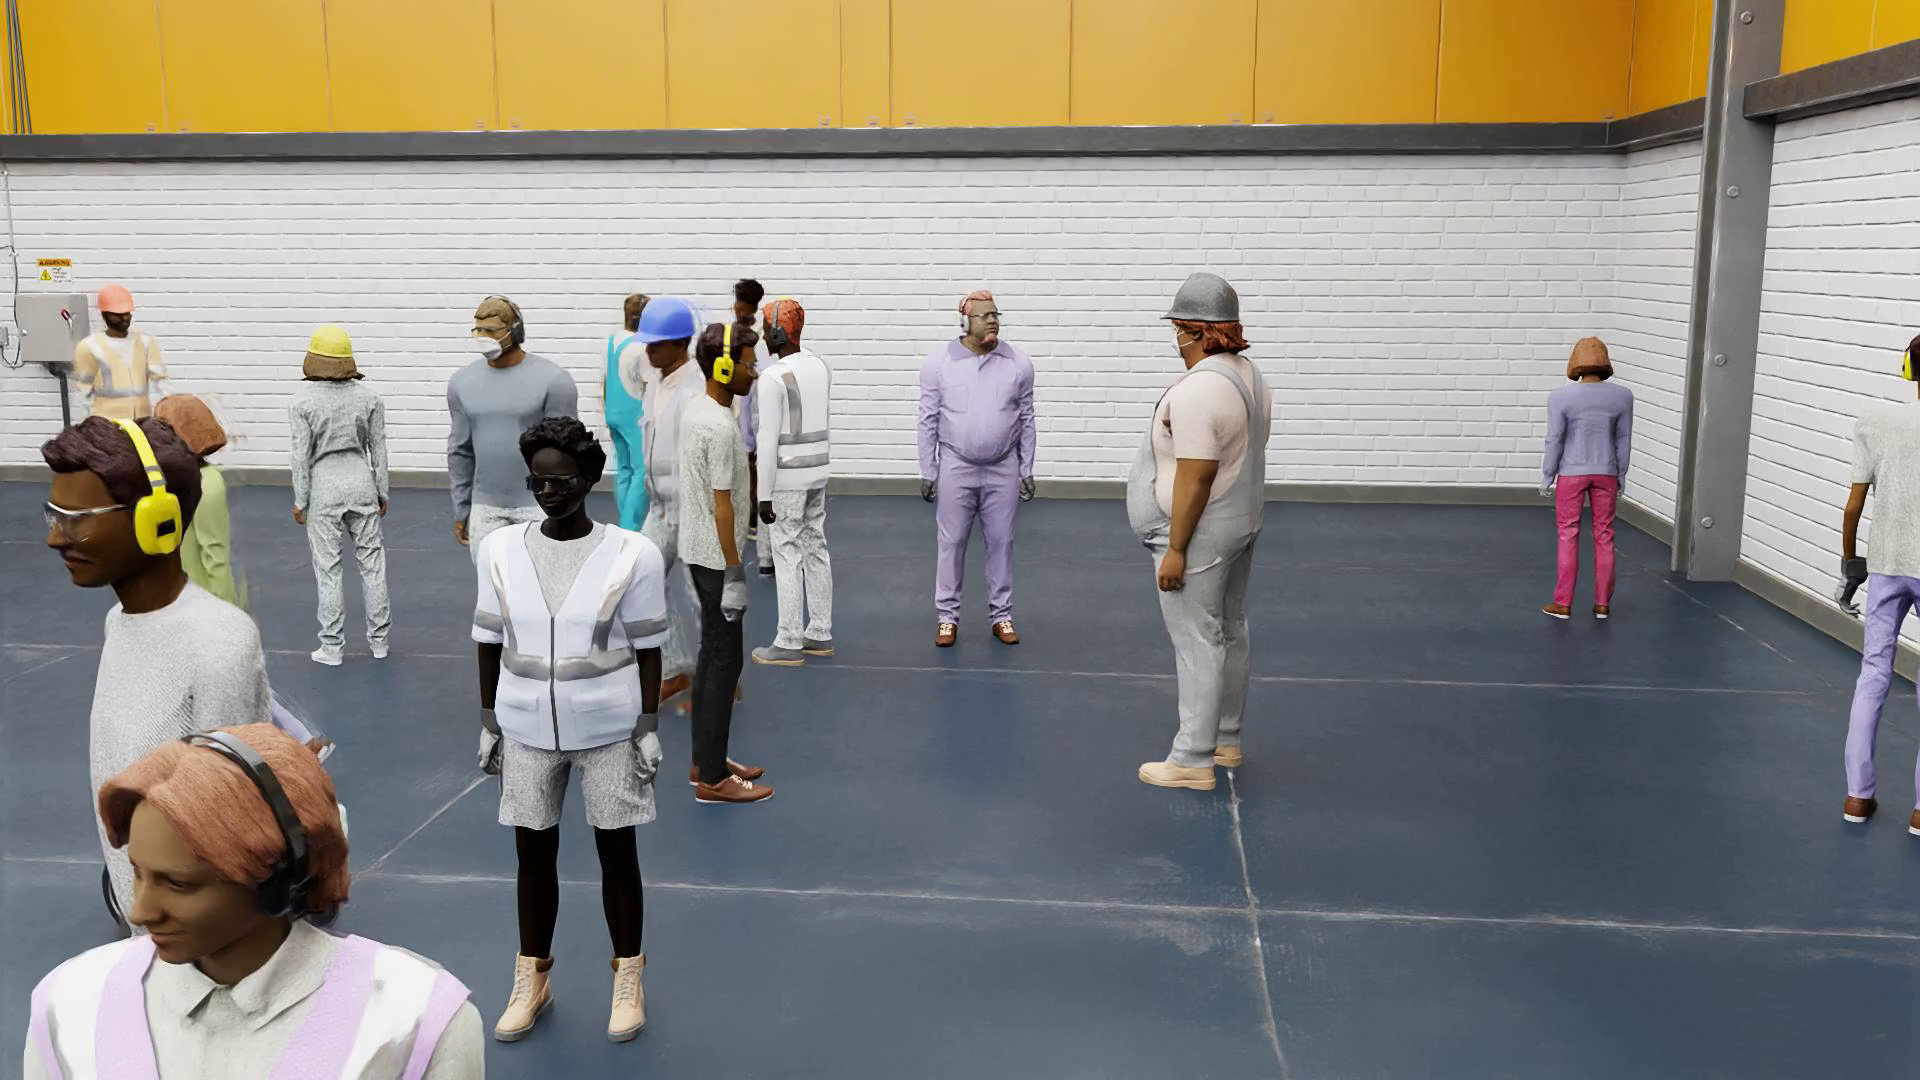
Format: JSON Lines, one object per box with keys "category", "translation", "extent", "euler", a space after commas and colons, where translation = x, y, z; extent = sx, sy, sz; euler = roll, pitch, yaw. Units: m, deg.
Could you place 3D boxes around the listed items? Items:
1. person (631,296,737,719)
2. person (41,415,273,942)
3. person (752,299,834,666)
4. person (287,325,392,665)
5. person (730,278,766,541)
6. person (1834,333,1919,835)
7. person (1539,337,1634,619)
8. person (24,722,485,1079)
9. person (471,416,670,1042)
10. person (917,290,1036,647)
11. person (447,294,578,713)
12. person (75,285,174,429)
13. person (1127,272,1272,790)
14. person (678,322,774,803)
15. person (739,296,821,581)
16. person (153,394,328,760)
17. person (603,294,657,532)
{"category": "person", "translation": [-1.265, -0.126, 7.455], "extent": [0.586, 1.920, 0.614], "euler": [-8, 13, -40]}
{"category": "person", "translation": [-1.328, 0.712, 2.860], "extent": [0.511, 1.862, 0.325], "euler": [9, 14, 43]}
{"category": "person", "translation": [-0.857, -0.291, 8.546], "extent": [0.358, 1.880, 0.575], "euler": [6, 11, 29]}
{"category": "person", "translation": [-3.193, -0.231, 8.576], "extent": [0.493, 1.746, 0.282], "euler": [-8, 13, -37]}
{"category": "person", "translation": [-1.561, -0.964, 12.282], "extent": [0.413, 1.925, 0.781], "euler": [-6, 12, -31]}
{"category": "person", "translation": [3.502, 0.141, 6.096], "extent": [0.535, 1.868, 0.309], "euler": [10, 14, 44]}
{"category": "person", "translation": [3.607, -0.354, 9.603], "extent": [0.499, 1.633, 0.282], "euler": [0, 10, 0]}
{"category": "person", "translation": [-0.766, 0.996, 1.871], "extent": [0.515, 1.636, 0.314], "euler": [0, 10, 0]}
{"category": "person", "translation": [-1.043, 0.512, 4.466], "extent": [0.529, 1.696, 0.321], "euler": [0, 10, 2]}
{"category": "person", "translation": [0.098, -0.378, 8.944], "extent": [0.651, 1.911, 0.409], "euler": [-1, 10, -8]}
{"category": "person", "translation": [-2.026, -0.147, 7.587], "extent": [0.638, 1.928, 0.367], "euler": [2, 10, 10]}
{"category": "person", "translation": [-5.809, -0.834, 11.639], "extent": [1.012, 1.876, 0.558], "euler": [7, 12, 35]}
{"category": "person", "translation": [0.925, -0.039, 6.637], "extent": [0.536, 2.000, 0.676], "euler": [6, 11, 29]}
{"category": "person", "translation": [-0.911, 0.094, 6.414], "extent": [0.333, 1.857, 0.528], "euler": [-3, 10, -19]}
{"category": "person", "translation": [-1.117, -0.647, 10.717], "extent": [0.597, 1.830, 0.404], "euler": [3, 10, 16]}
{"category": "person", "translation": [-2.809, 0.243, 6.262], "extent": [0.772, 1.606, 0.502], "euler": [-6, 12, -32]}
{"category": "person", "translation": [-2.269, -0.779, 11.514], "extent": [0.457, 1.822, 0.737], "euler": [-9, 13, -42]}
